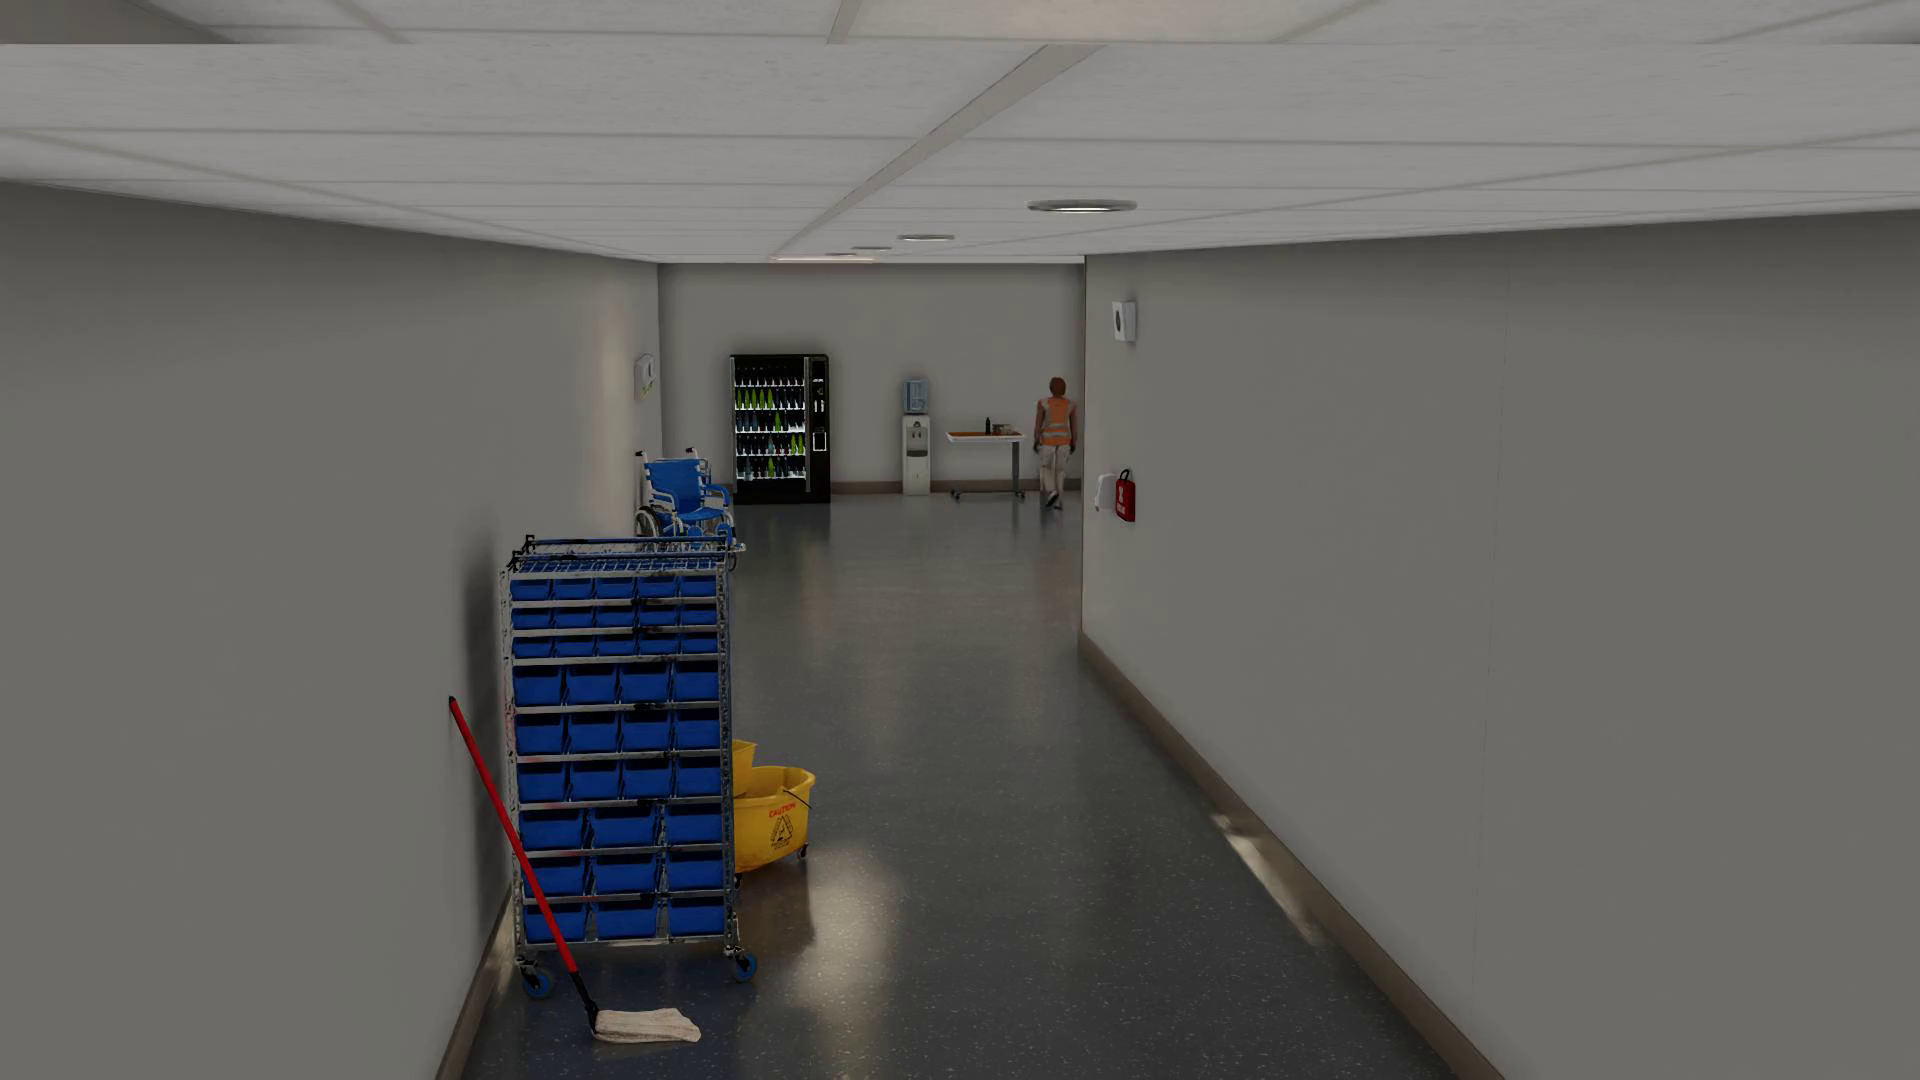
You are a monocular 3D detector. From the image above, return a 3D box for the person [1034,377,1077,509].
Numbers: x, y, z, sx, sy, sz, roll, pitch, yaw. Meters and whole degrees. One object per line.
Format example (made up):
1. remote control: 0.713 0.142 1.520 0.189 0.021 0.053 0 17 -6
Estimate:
1. person: 1.168 -1.189 20.410 0.550 1.622 0.371 -2 9 -10
